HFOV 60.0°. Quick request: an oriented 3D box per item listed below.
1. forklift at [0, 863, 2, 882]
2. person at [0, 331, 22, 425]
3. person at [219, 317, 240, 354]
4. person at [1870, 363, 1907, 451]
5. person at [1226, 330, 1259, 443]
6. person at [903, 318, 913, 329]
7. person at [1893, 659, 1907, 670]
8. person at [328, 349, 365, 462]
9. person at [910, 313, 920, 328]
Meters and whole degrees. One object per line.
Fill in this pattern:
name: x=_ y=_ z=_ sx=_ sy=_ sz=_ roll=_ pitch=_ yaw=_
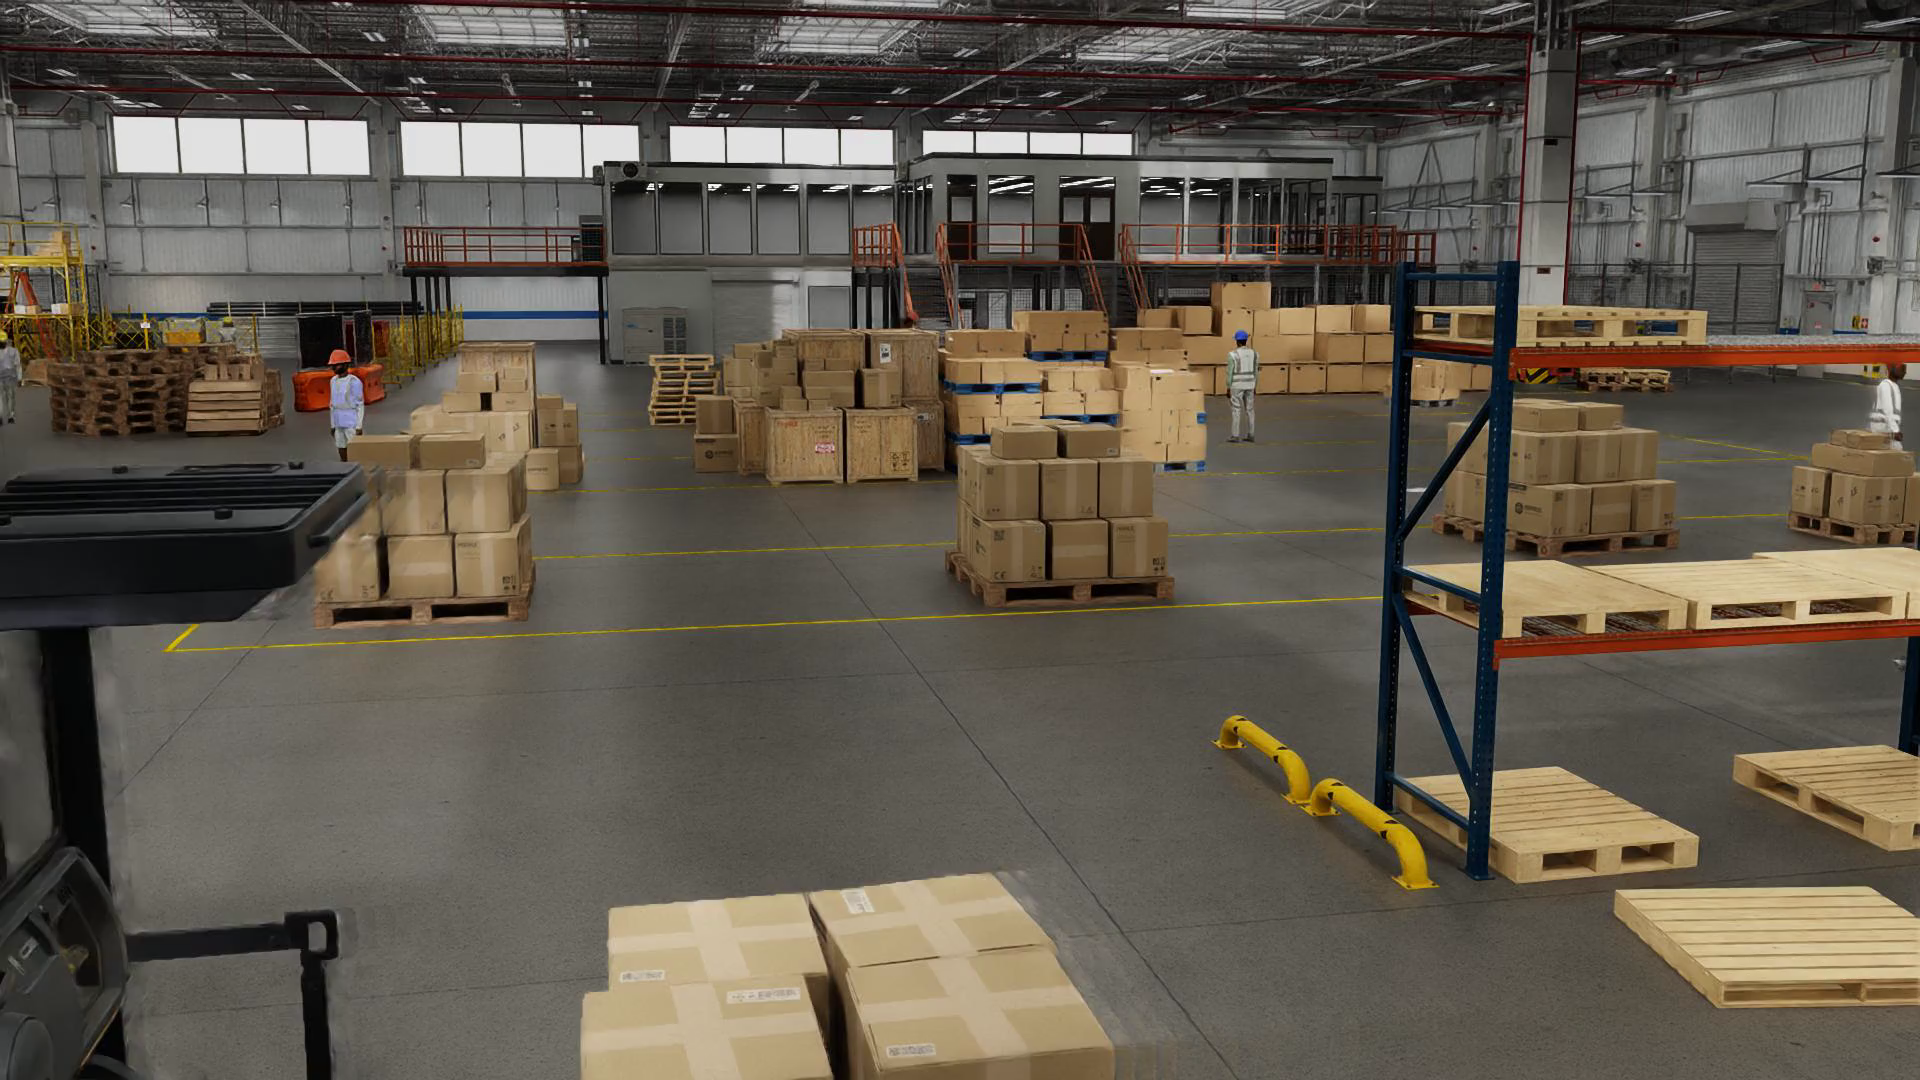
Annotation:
forklift: x=-2.367 y=0.997 z=3.547 sx=1.873 sy=2.768 sz=1.129 roll=-2 pitch=10 yaw=-12
person: x=-18.230 y=-3.080 z=31.704 sx=0.628 sy=1.785 sz=0.915 roll=-5 pitch=11 yaw=-30
person: x=-19.037 y=-4.962 z=43.403 sx=0.515 sy=1.702 sz=0.837 roll=-2 pitch=10 yaw=-11
person: x=11.956 y=-1.408 z=21.342 sx=0.778 sy=1.851 sz=0.594 roll=9 pitch=13 yaw=44
person: x=4.835 y=-2.633 z=28.556 sx=0.603 sy=1.938 sz=0.425 roll=-4 pitch=10 yaw=-22
person: x=-1.159 y=-3.868 z=36.134 sx=0.452 sy=1.907 sz=0.603 roll=7 pitch=11 yaw=35
person: x=7.423 y=0.117 z=12.141 sx=0.984 sy=1.818 sz=0.540 roll=-2 pitch=9 yaw=-9
person: x=-8.057 y=-1.525 z=21.787 sx=0.550 sy=1.935 sz=0.376 roll=5 pitch=11 yaw=28
person: x=-1.128 y=-4.474 z=39.816 sx=0.568 sy=1.922 sz=0.411 roll=7 pitch=12 yaw=37
